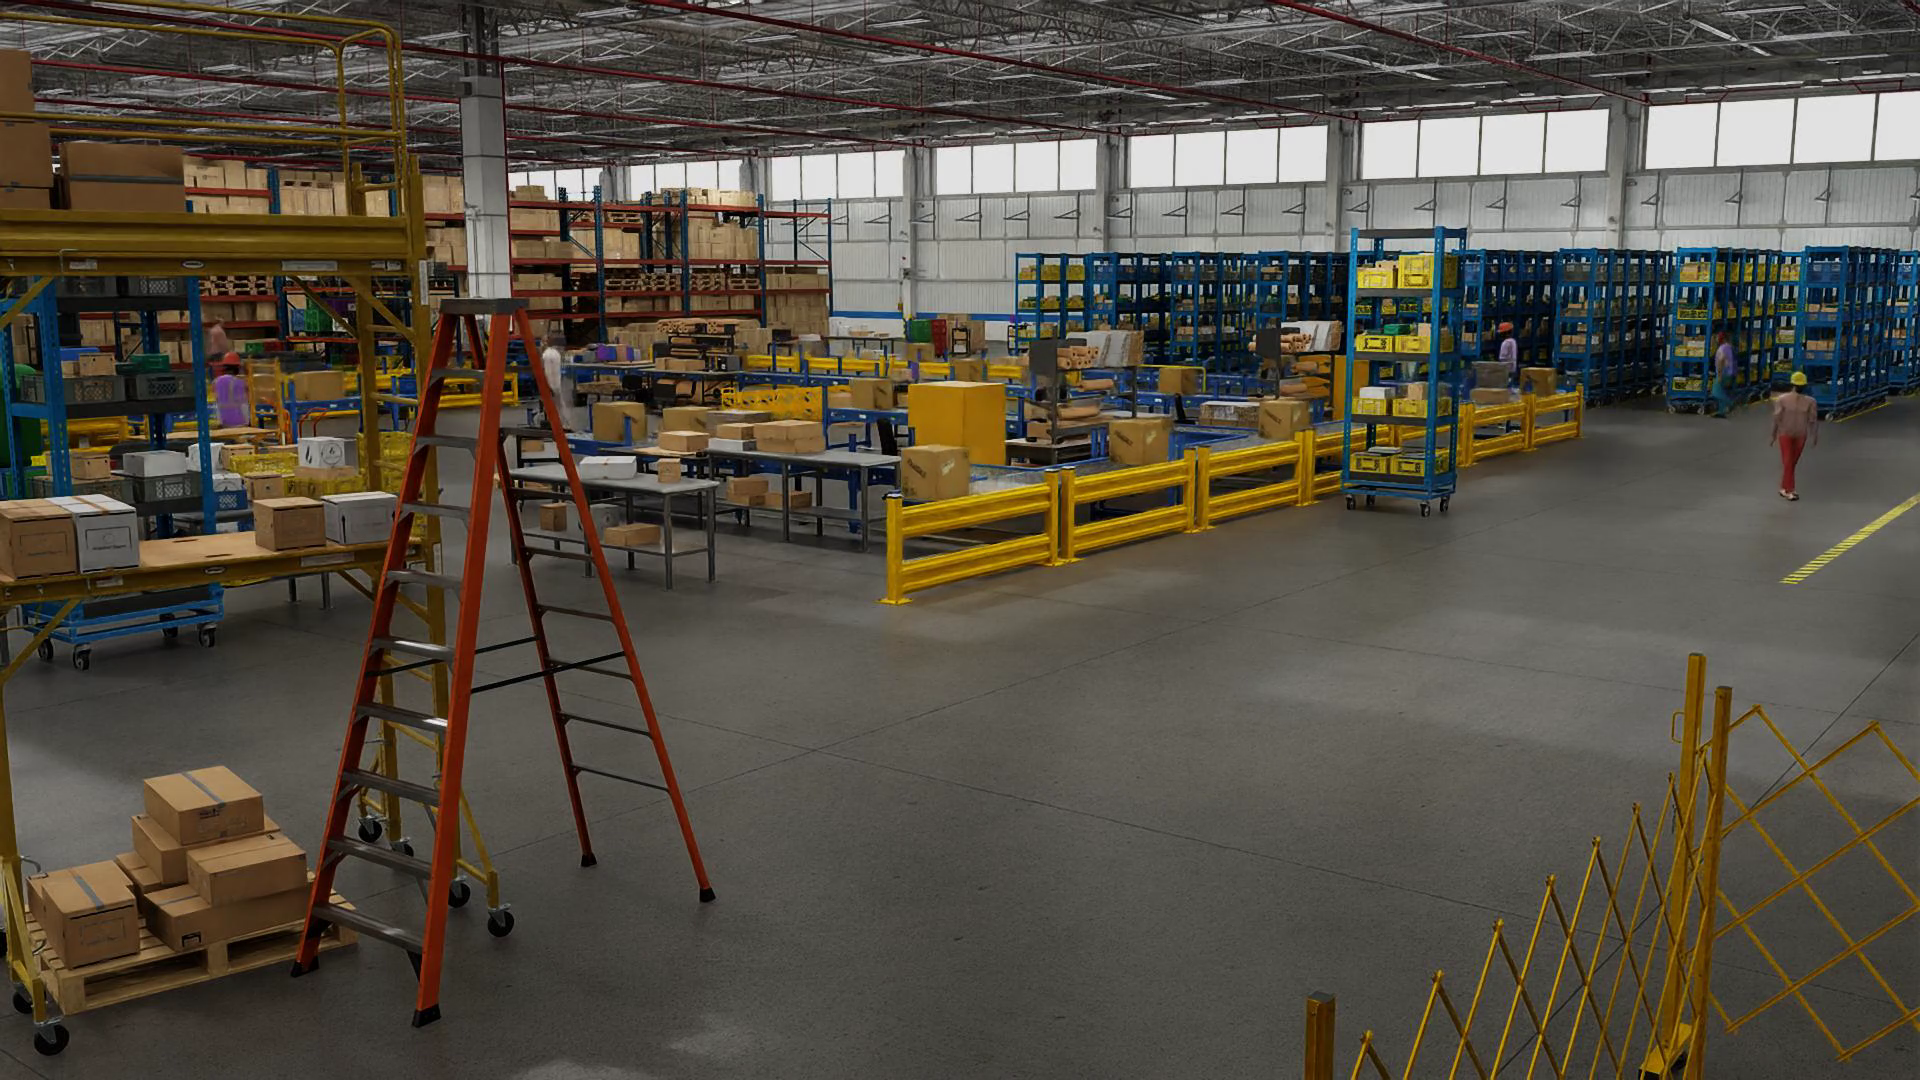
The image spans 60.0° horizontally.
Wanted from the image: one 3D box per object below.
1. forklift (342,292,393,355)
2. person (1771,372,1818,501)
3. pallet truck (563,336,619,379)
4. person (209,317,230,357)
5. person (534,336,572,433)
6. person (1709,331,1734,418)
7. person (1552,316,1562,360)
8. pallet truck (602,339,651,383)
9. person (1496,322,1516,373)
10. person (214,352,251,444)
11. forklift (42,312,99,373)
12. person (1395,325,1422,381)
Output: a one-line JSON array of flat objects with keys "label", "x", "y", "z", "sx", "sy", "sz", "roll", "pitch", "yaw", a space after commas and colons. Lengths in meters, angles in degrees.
[{"label": "forklift", "x": -16.485, "y": -5.622, "z": 45.120, "sx": 1.129, "sy": 2.768, "sz": 1.873, "roll": 7, "pitch": 11, "yaw": 37}, {"label": "person", "x": 11.196, "y": -1.389, "z": 22.298, "sx": 0.542, "sy": 1.712, "sz": 0.903, "roll": 1, "pitch": 9, "yaw": 7}, {"label": "pallet truck", "x": -10.690, "y": -5.294, "z": 48.215, "sx": 1.601, "sy": 1.201, "sz": 0.680, "roll": -5, "pitch": 10, "yaw": -26}, {"label": "person", "x": -19.627, "y": -4.972, "z": 44.168, "sx": 0.585, "sy": 1.891, "sz": 0.652, "roll": -9, "pitch": 12, "yaw": -43}, {"label": "person", "x": -7.870, "y": -2.952, "z": 31.651, "sx": 0.998, "sy": 1.856, "sz": 0.647, "roll": 2, "pitch": 9, "yaw": 11}, {"label": "person", "x": 15.984, "y": -3.461, "z": 34.881, "sx": 0.440, "sy": 1.829, "sz": 0.605, "roll": 6, "pitch": 11, "yaw": 34}, {"label": "person", "x": 17.352, "y": -5.728, "z": 48.528, "sx": 0.375, "sy": 1.997, "sz": 0.612, "roll": 3, "pitch": 9, "yaw": 16}, {"label": "pallet truck", "x": -8.991, "y": -4.871, "z": 45.351, "sx": 0.653, "sy": 1.274, "sz": 1.630, "roll": 7, "pitch": 11, "yaw": 37}, {"label": "person", "x": 11.366, "y": -3.526, "z": 34.689, "sx": 0.436, "sy": 2.029, "sz": 0.637, "roll": 6, "pitch": 11, "yaw": 32}, {"label": "person", "x": -10.311, "y": -1.708, "z": 23.663, "sx": 0.553, "sy": 1.919, "sz": 0.403, "roll": 6, "pitch": 11, "yaw": 32}, {"label": "forklift", "x": -23.779, "y": -5.451, "z": 44.052, "sx": 1.873, "sy": 2.768, "sz": 1.129, "roll": 7, "pitch": 11, "yaw": 36}, {"label": "person", "x": 10.983, "y": -4.405, "z": 40.834, "sx": 0.634, "sy": 1.808, "sz": 0.595, "roll": 6, "pitch": 11, "yaw": 34}]
